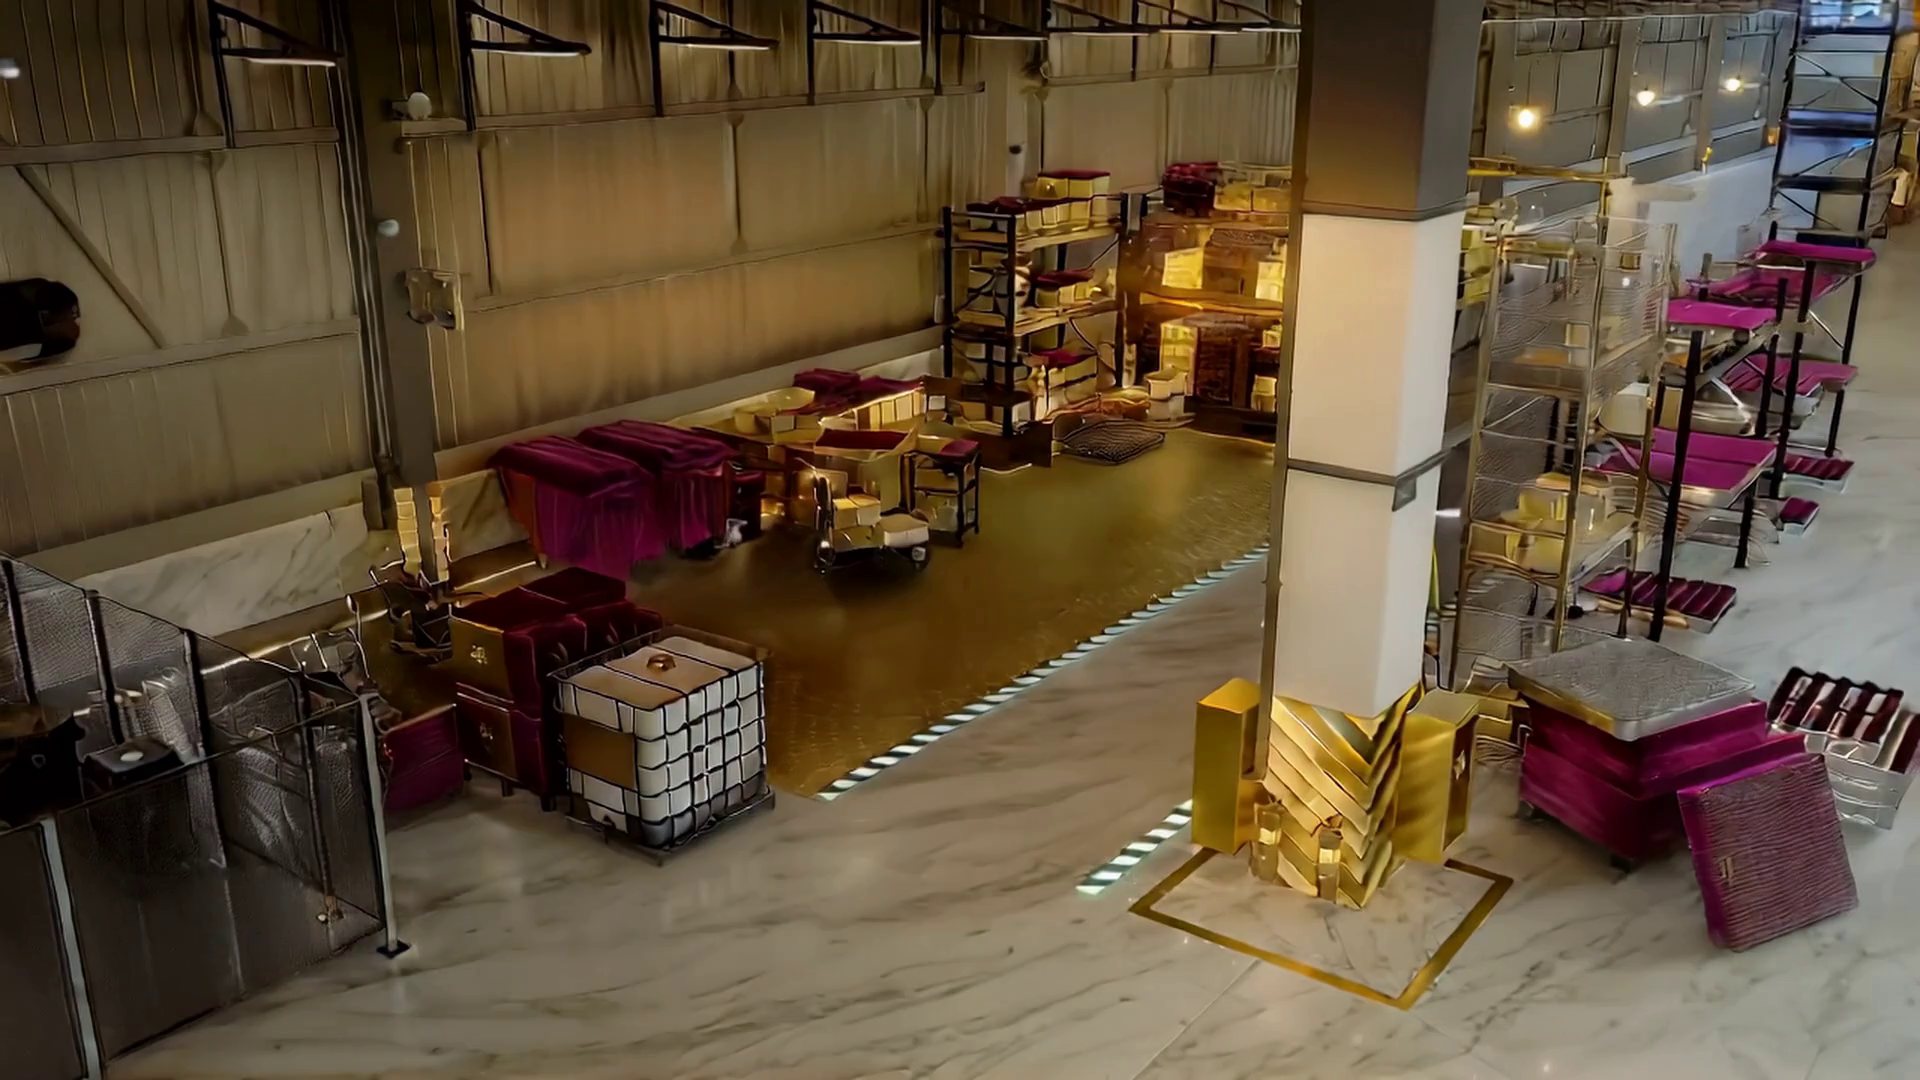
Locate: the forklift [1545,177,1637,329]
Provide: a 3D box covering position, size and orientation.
[{"bbox_3d":[10.849,-4.573,27.616,1.873,2.768,1.129,5,19,16],"label":"forklift"}]

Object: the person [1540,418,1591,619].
[{"bbox_3d":[5.714,-0.203,15.732,0.354,1.939,0.545,-11,21,-30],"label":"person"}]
